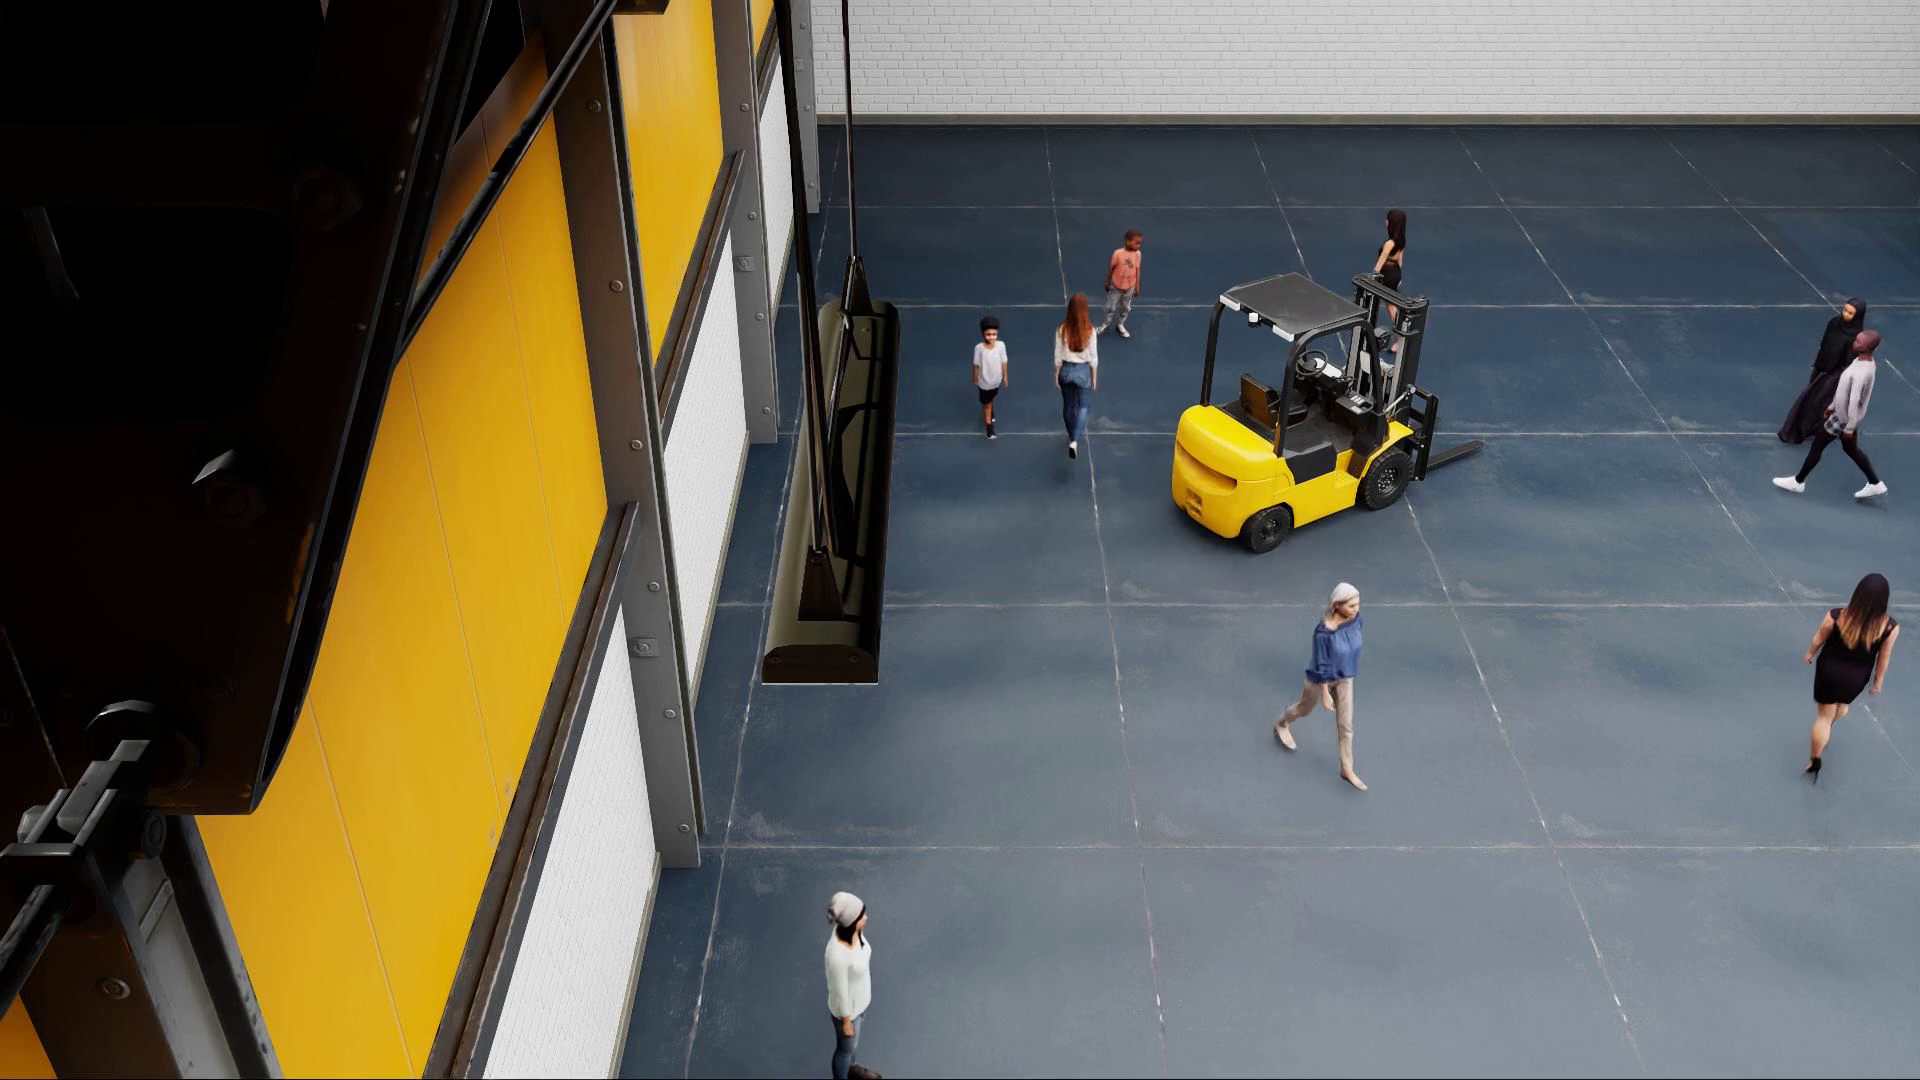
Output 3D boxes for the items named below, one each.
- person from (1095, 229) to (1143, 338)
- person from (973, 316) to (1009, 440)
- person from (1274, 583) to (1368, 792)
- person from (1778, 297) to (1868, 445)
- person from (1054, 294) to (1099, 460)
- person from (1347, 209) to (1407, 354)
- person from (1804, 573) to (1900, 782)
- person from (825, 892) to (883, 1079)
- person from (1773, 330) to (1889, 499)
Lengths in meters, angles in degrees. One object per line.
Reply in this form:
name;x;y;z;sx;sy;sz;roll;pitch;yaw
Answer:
person;1.780;-2.873;18.558;0.634;1.284;0.529;6;34;8
person;0.299;-1.698;16.846;0.603;1.224;0.927;-6;34;-9
person;2.673;1.012;12.379;0.979;1.655;1.214;-17;37;-24
person;8.712;-1.682;16.494;0.805;1.587;1.046;-6;34;-9
person;1.108;-1.563;16.203;0.712;1.711;0.993;7;34;10
person;4.744;-2.766;18.104;0.968;1.610;1.043;19;38;26
person;6.523;1.060;12.284;0.896;1.680;1.093;12;35;18
person;-0.656;2.706;9.838;0.663;1.648;0.493;6;34;9
person;8.383;-1.115;15.511;1.068;1.731;1.217;17;37;24
